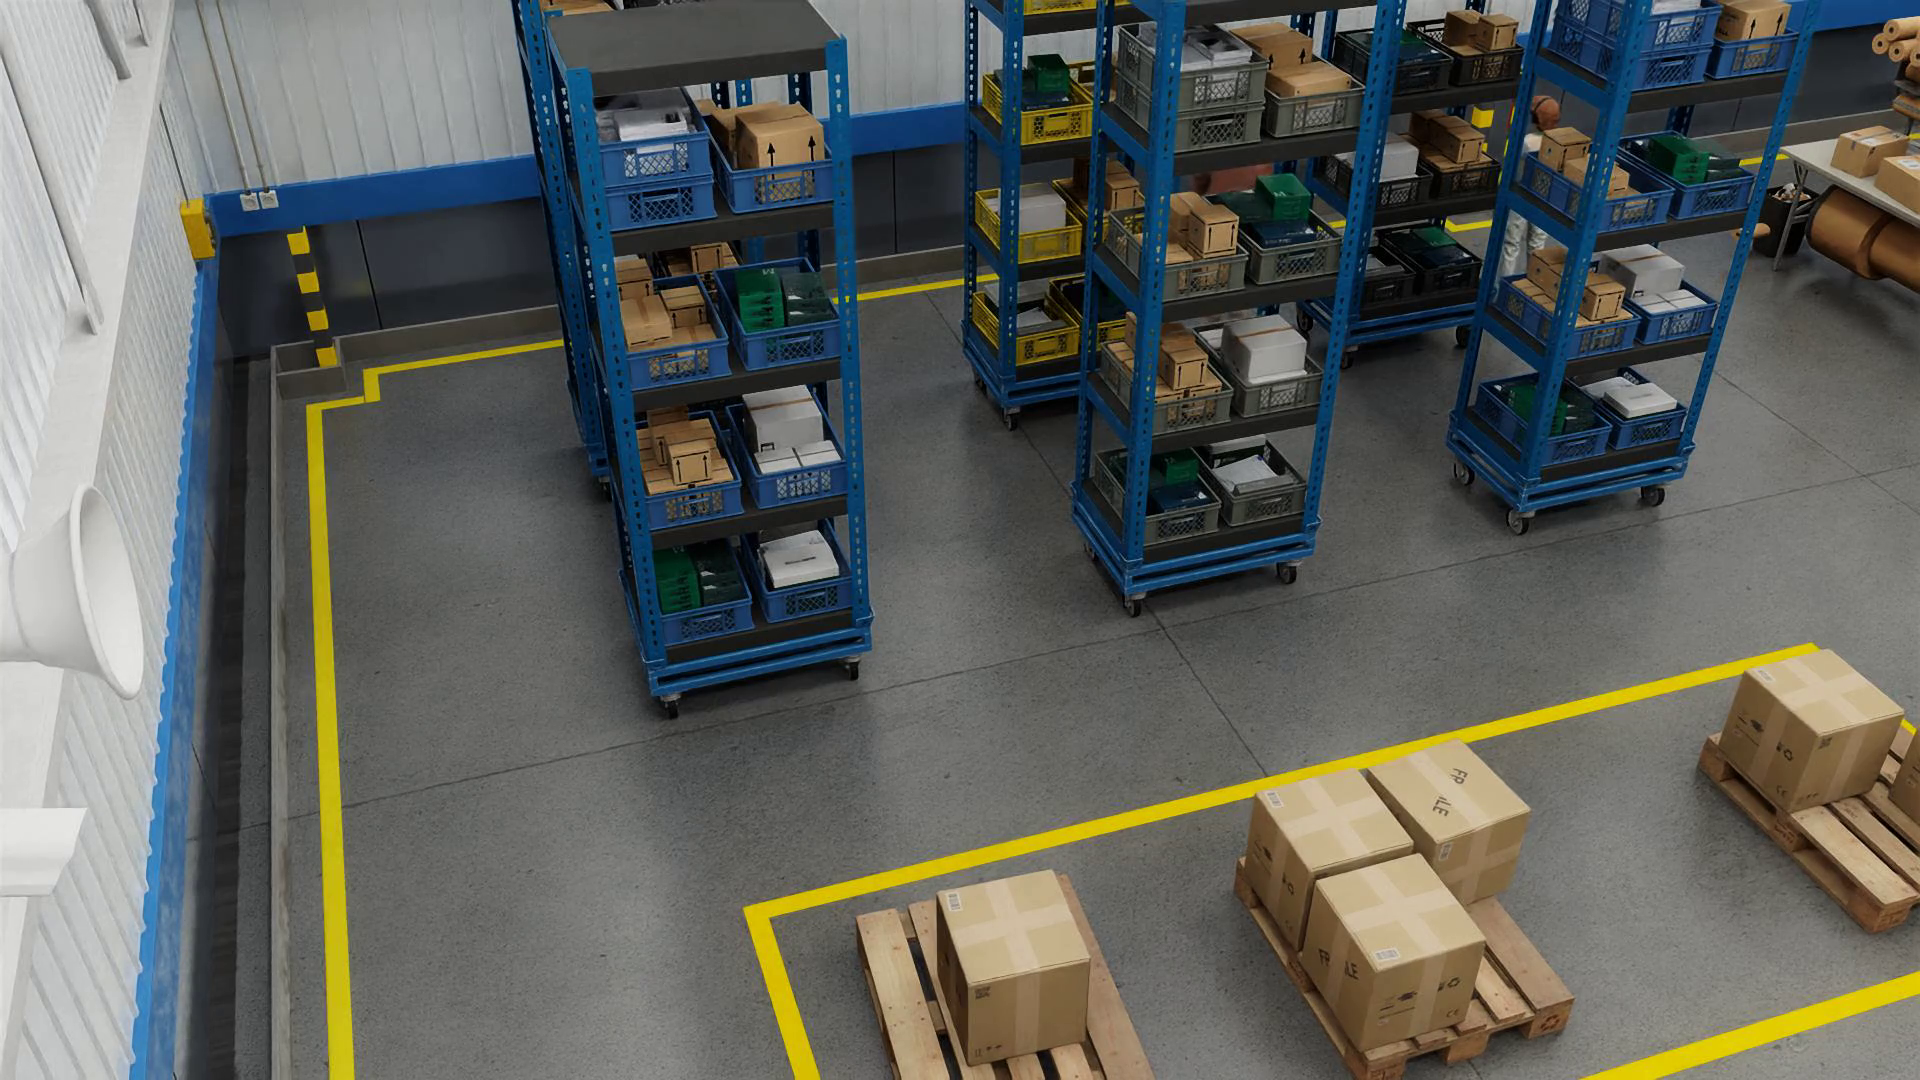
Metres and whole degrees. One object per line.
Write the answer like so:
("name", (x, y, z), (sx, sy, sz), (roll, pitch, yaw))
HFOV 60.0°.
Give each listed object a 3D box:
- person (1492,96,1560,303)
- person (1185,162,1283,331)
("person", (4.233, -2.500, 12.403), (0.520, 1.633, 0.313), (-7, 36, -10))
("person", (1.918, -2.218, 11.714), (0.646, 1.982, 0.506), (16, 38, 21))
